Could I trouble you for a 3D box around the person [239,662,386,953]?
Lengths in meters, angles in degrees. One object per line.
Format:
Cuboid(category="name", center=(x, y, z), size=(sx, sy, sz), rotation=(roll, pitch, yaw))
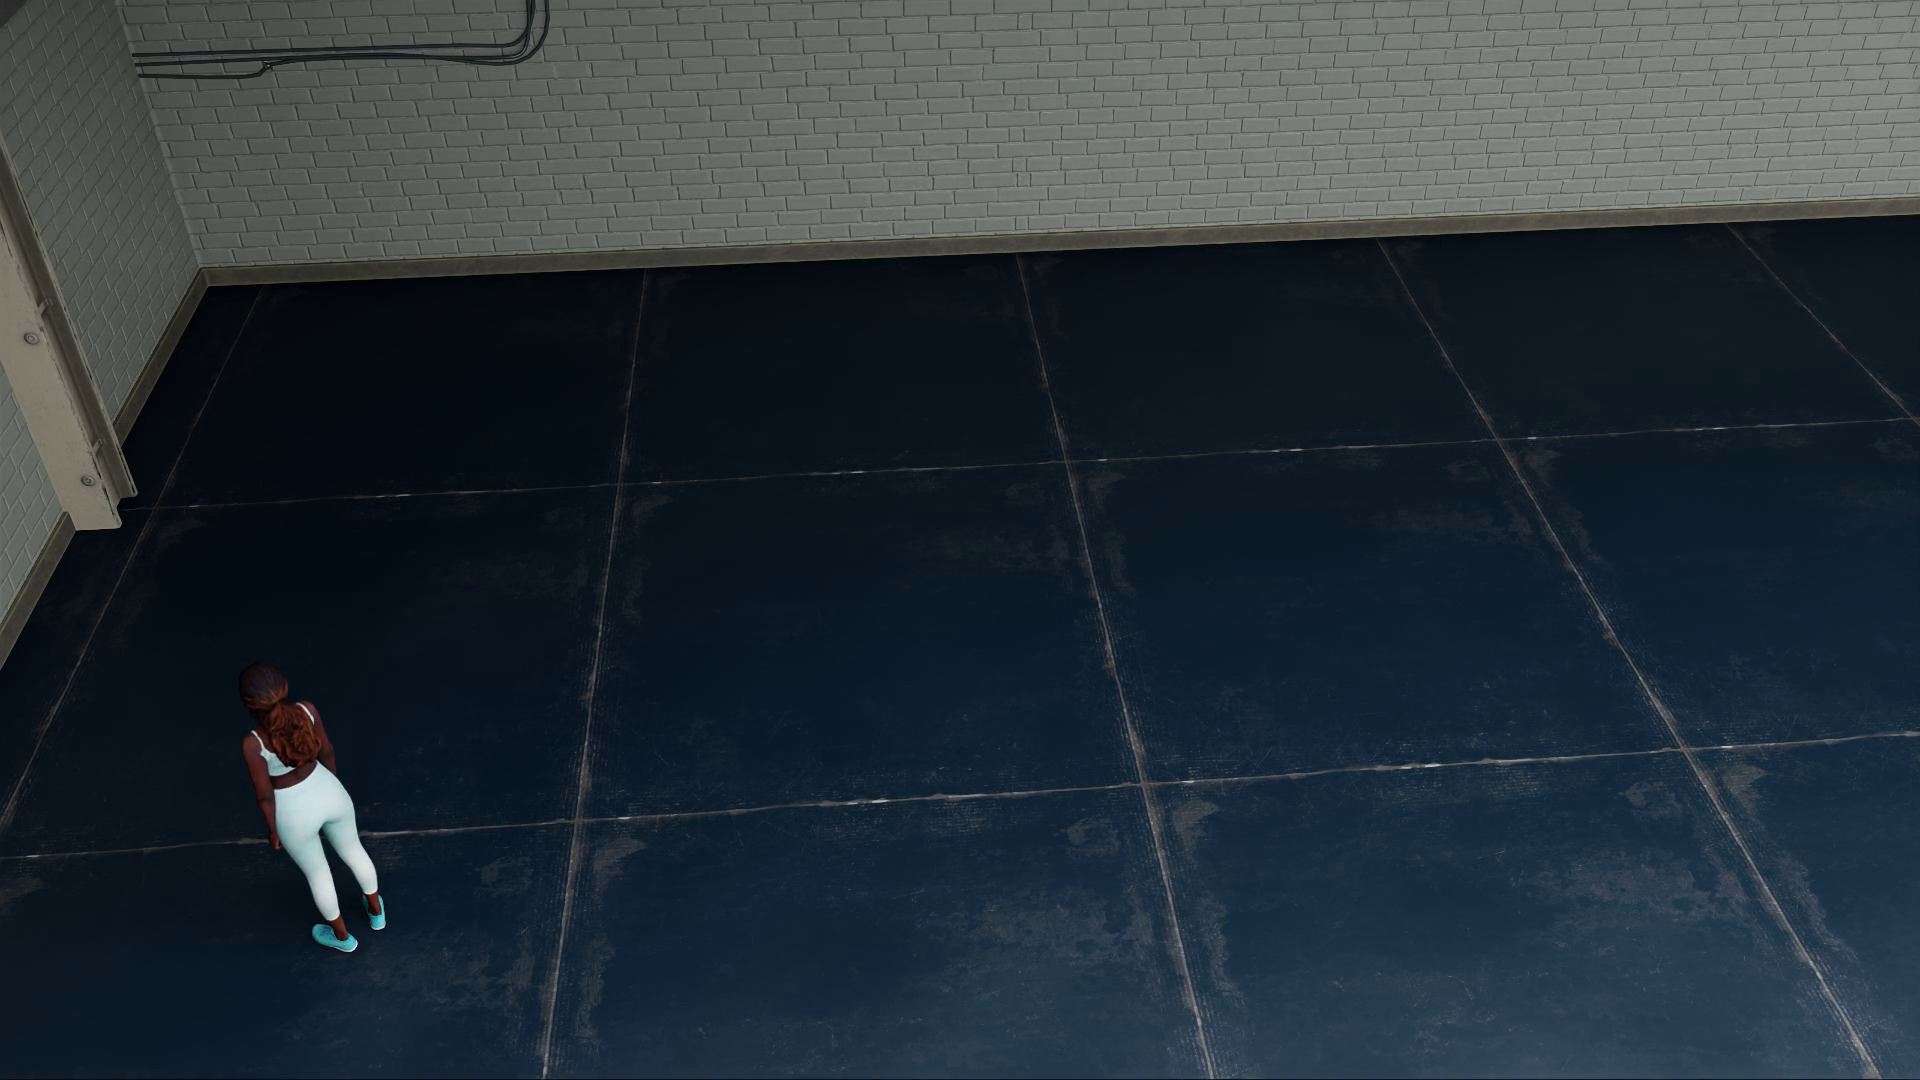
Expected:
Cuboid(category="person", center=(-2.975, 1.233, 7.607), size=(0.711, 1.724, 0.651), rotation=(27, 46, 30))
